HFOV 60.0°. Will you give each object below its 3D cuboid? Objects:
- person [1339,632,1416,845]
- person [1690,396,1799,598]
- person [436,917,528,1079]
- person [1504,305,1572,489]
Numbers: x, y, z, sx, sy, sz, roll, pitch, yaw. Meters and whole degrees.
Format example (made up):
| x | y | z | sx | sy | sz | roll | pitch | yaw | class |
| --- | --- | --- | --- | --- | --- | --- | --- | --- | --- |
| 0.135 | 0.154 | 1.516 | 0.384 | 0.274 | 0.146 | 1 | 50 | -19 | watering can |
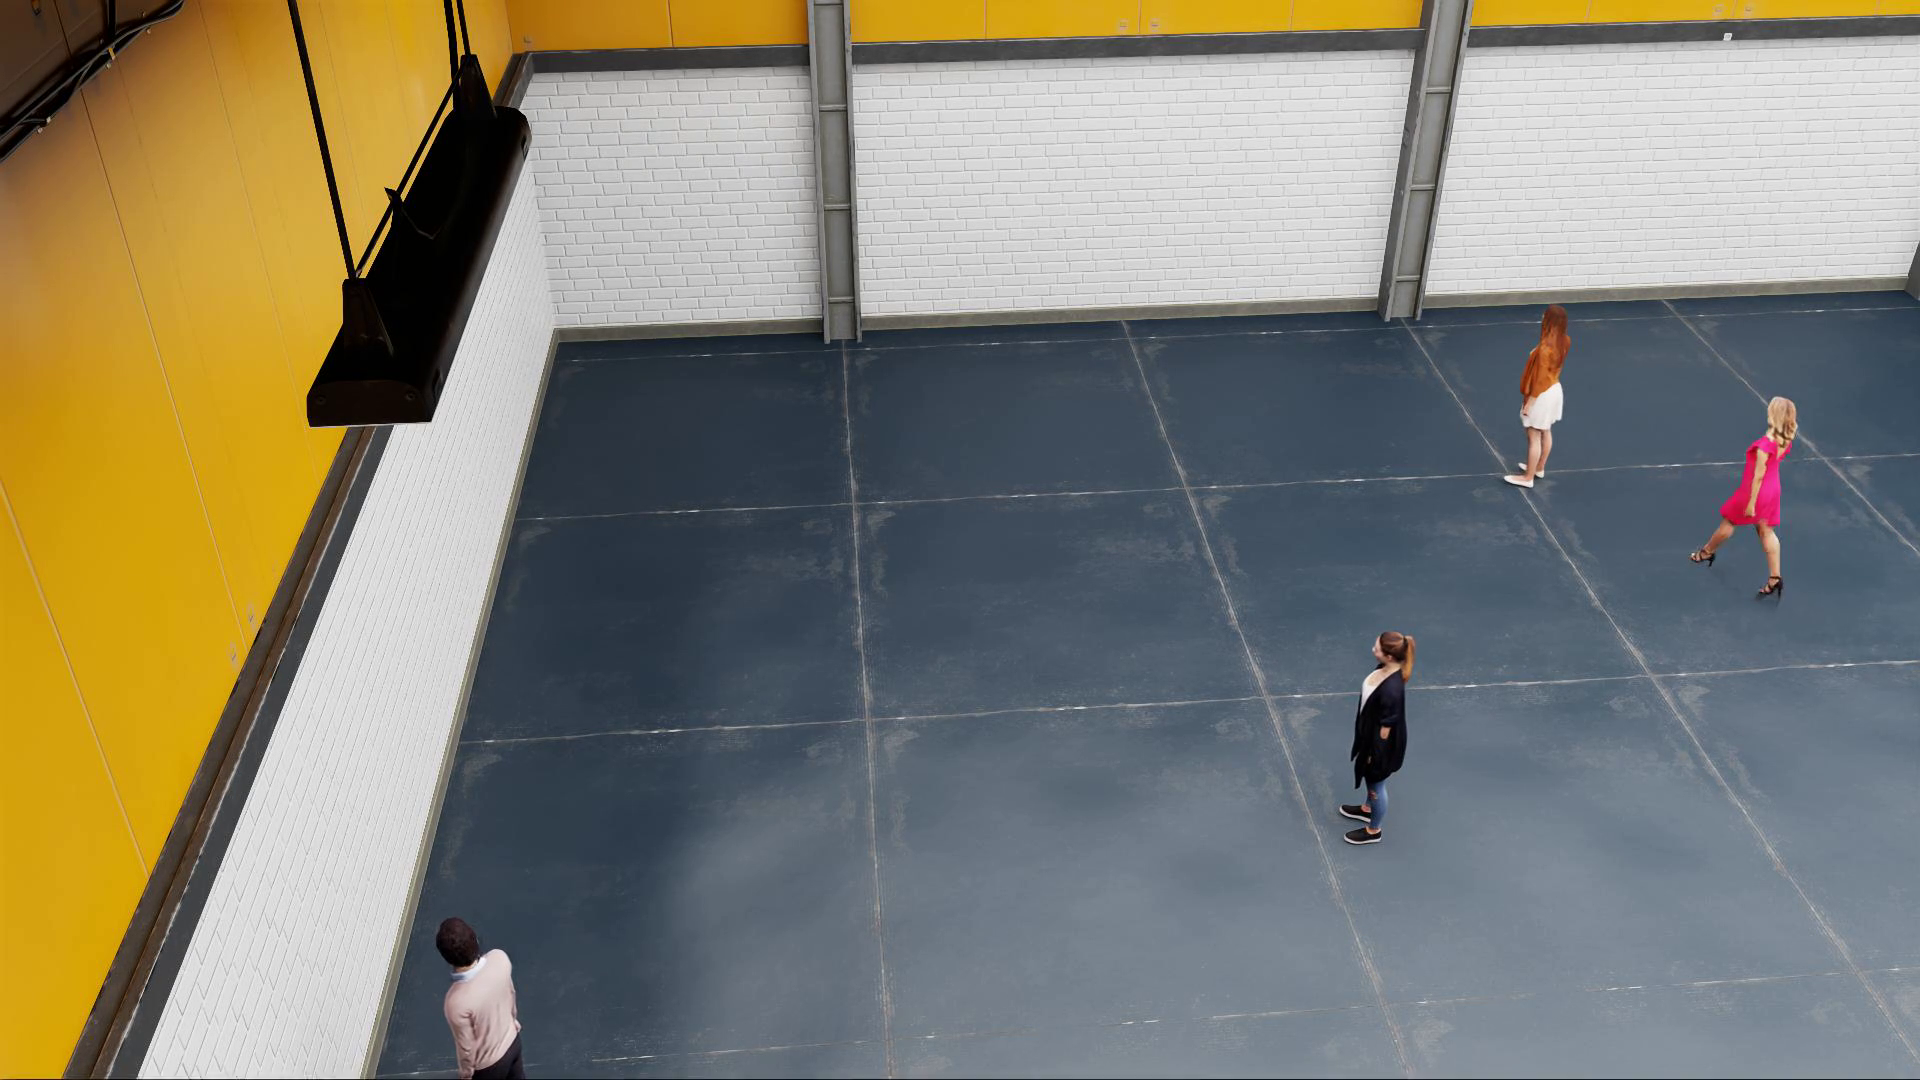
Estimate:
| x | y | z | sx | sy | sz | roll | pitch | yaw | class |
| --- | --- | --- | --- | --- | --- | --- | --- | --- | --- |
| 2.750 | 1.280 | 10.850 | 0.650 | 1.688 | 0.686 | 5 | 34 | 8 | person |
| 6.450 | -0.312 | 13.252 | 1.071 | 1.679 | 0.958 | -20 | 38 | -27 | person |
| -2.456 | 2.657 | 8.670 | 0.687 | 1.807 | 0.703 | 12 | 36 | 18 | person |
| 5.147 | -1.264 | 14.646 | 0.768 | 1.722 | 0.698 | 28 | 43 | 35 | person |
